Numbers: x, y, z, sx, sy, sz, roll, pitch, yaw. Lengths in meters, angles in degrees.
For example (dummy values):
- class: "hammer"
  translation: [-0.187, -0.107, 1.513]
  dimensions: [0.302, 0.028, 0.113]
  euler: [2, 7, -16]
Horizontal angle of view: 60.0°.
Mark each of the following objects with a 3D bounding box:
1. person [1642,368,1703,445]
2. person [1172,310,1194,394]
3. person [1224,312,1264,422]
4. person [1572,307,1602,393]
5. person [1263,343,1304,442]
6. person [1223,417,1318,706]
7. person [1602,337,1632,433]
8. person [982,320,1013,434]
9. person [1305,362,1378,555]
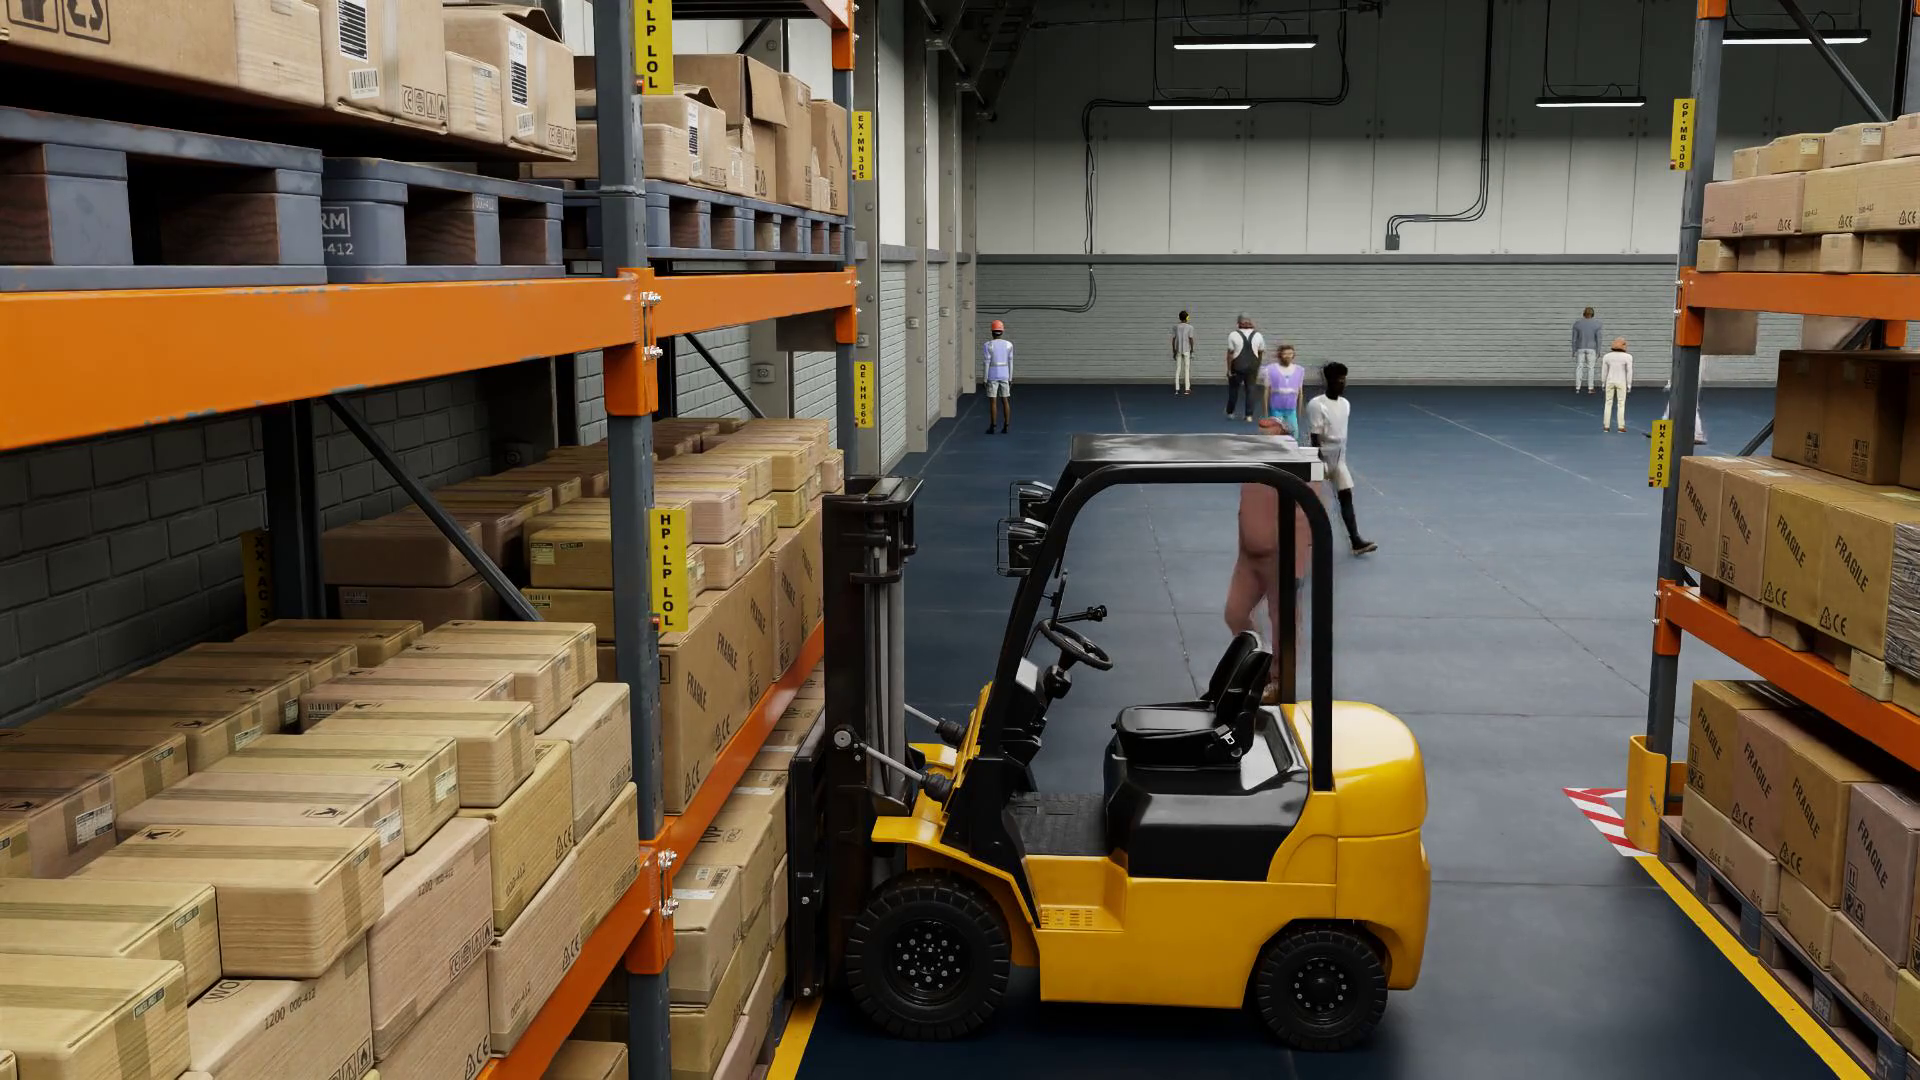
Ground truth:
- class: "person"
  translation: [11.537, -2.466, 26.749]
  dimensions: [0.965, 1.856, 0.642]
  euler: [4, 10, 25]
- class: "person"
  translation: [4.998, -4.204, 37.221]
  dimensions: [0.515, 1.876, 0.328]
  euler: [5, 11, 28]
- class: "person"
  translation: [5.227, -3.233, 30.835]
  dimensions: [0.703, 2.000, 0.956]
  euler: [-1, 9, -7]
- class: "person"
  translation: [14.094, -4.268, 37.411]
  dimensions: [0.637, 1.938, 0.357]
  euler: [5, 11, 29]
- class: "person"
  translation: [4.356, -1.749, 22.483]
  dimensions: [0.582, 1.833, 0.440]
  euler: [-1, 9, -8]
- class: "person"
  translation: [1.985, 0.146, 10.796]
  dimensions: [0.462, 1.889, 0.678]
  euler: [-6, 11, -33]
- class: "person"
  translation: [11.291, -2.664, 28.616]
  dimensions: [0.501, 1.633, 0.281]
  euler: [7, 12, 37]
- class: "person"
  translation: [0.627, -2.764, 28.300]
  dimensions: [0.547, 1.938, 0.378]
  euler: [-4, 10, -21]
- class: "person"
  translation: [3.691, -0.807, 16.537]
  dimensions: [0.610, 1.914, 1.017]
  euler: [-6, 11, -33]
